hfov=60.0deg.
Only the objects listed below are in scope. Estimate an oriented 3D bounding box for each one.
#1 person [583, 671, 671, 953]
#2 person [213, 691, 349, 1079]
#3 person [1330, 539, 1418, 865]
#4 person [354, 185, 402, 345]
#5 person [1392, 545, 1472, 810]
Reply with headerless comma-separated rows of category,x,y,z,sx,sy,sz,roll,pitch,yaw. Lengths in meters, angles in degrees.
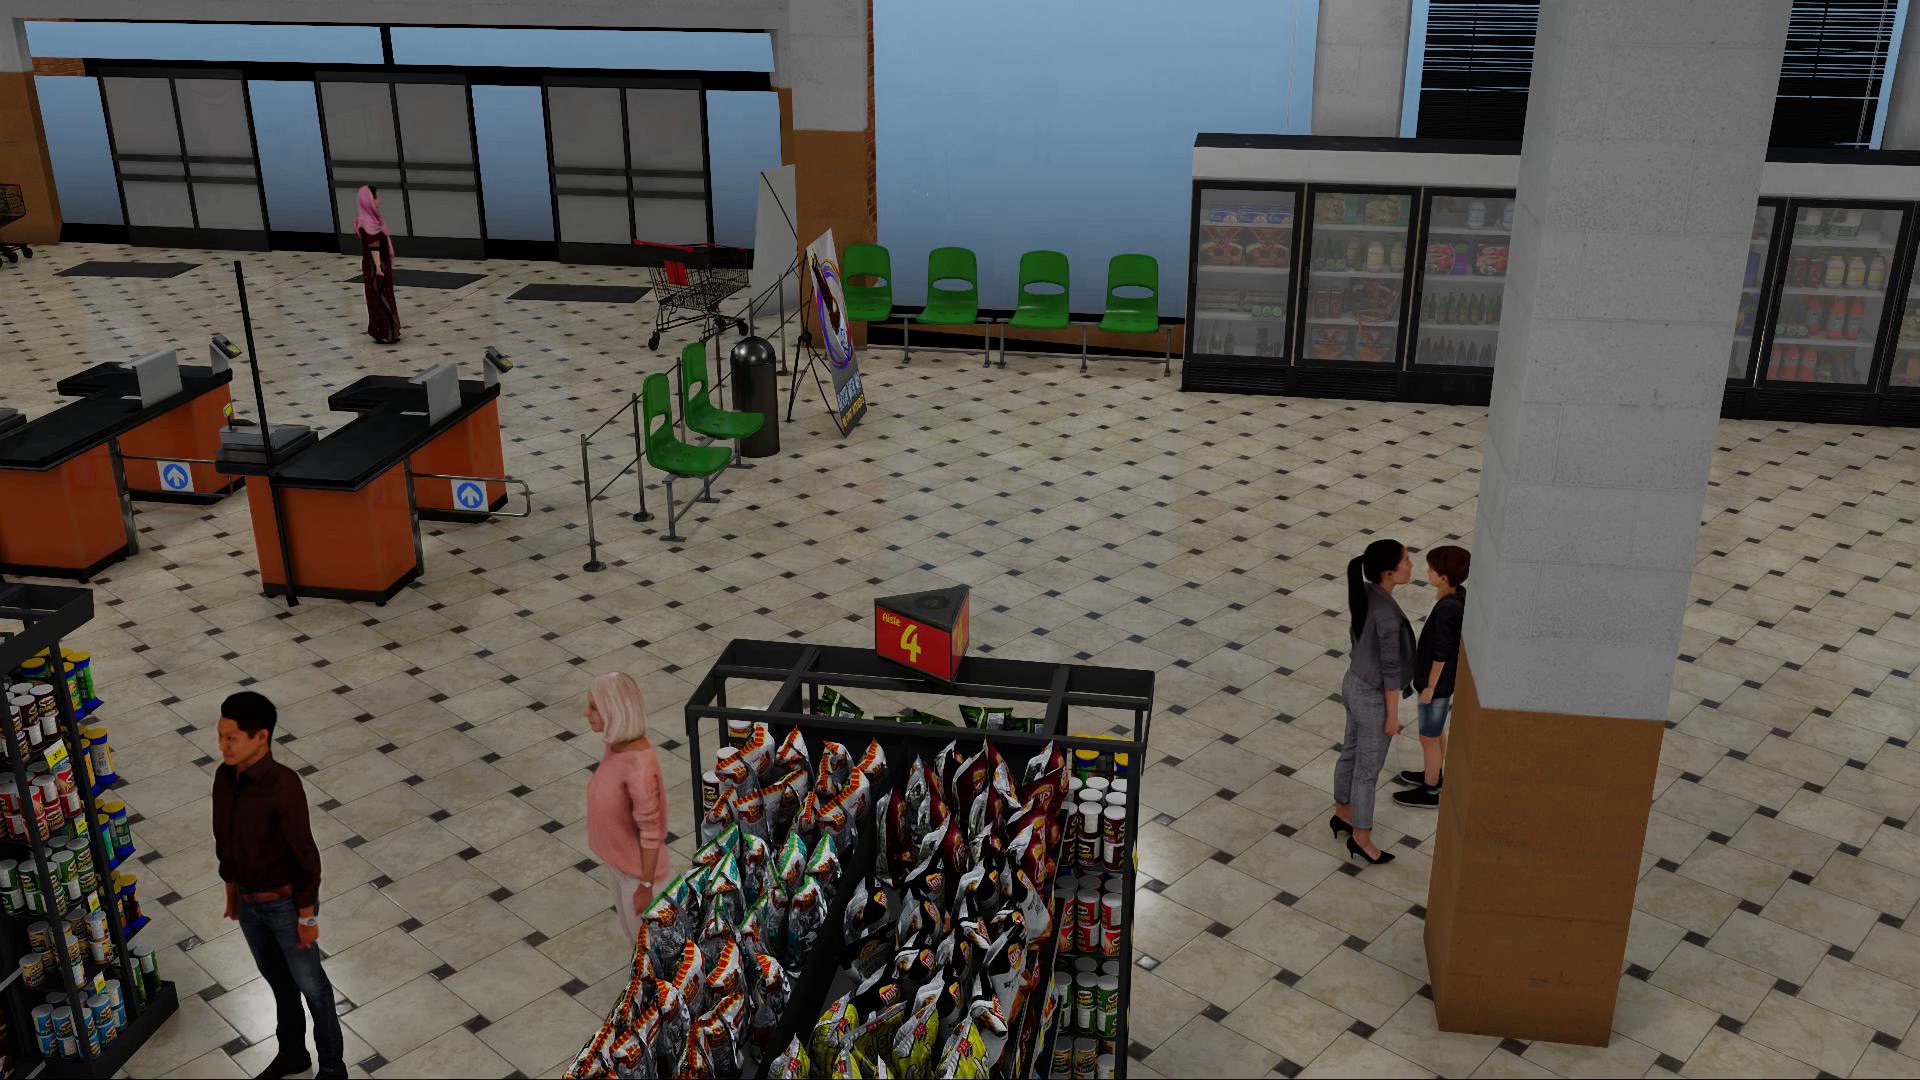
person,-1.319,1.309,6.770,0.740,1.724,0.655,-11,25,-26
person,-2.662,1.391,6.489,0.700,1.782,0.635,11,24,25
person,2.011,0.778,8.153,0.749,1.678,0.627,-3,22,-7
person,-6.064,-2.868,17.280,0.811,1.639,0.693,-6,23,-15
person,2.481,0.701,8.655,0.647,1.447,0.524,10,24,23
